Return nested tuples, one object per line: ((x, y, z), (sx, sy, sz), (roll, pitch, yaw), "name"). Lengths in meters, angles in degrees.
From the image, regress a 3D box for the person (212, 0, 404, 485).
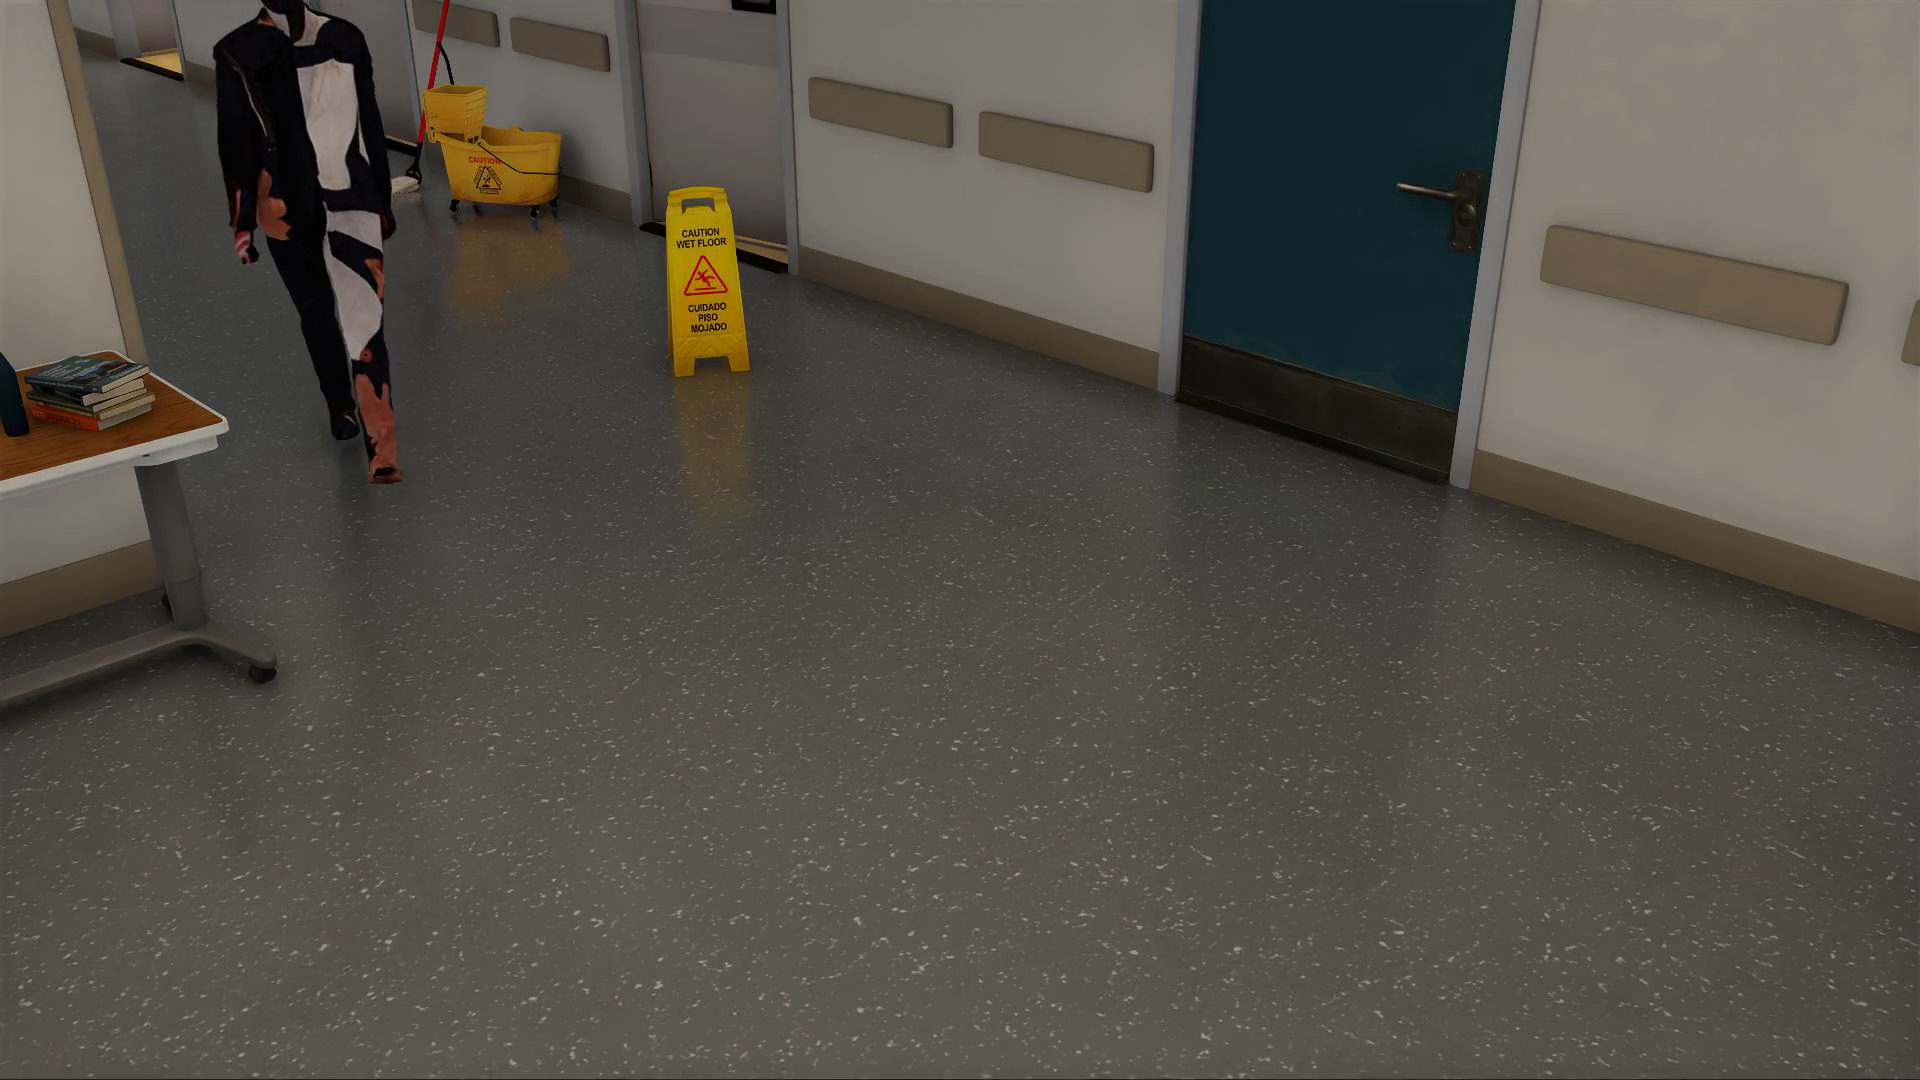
((-2.236, -1.134, 5.793), (1.022, 1.836, 1.343), (-10, 28, -20), "person")
